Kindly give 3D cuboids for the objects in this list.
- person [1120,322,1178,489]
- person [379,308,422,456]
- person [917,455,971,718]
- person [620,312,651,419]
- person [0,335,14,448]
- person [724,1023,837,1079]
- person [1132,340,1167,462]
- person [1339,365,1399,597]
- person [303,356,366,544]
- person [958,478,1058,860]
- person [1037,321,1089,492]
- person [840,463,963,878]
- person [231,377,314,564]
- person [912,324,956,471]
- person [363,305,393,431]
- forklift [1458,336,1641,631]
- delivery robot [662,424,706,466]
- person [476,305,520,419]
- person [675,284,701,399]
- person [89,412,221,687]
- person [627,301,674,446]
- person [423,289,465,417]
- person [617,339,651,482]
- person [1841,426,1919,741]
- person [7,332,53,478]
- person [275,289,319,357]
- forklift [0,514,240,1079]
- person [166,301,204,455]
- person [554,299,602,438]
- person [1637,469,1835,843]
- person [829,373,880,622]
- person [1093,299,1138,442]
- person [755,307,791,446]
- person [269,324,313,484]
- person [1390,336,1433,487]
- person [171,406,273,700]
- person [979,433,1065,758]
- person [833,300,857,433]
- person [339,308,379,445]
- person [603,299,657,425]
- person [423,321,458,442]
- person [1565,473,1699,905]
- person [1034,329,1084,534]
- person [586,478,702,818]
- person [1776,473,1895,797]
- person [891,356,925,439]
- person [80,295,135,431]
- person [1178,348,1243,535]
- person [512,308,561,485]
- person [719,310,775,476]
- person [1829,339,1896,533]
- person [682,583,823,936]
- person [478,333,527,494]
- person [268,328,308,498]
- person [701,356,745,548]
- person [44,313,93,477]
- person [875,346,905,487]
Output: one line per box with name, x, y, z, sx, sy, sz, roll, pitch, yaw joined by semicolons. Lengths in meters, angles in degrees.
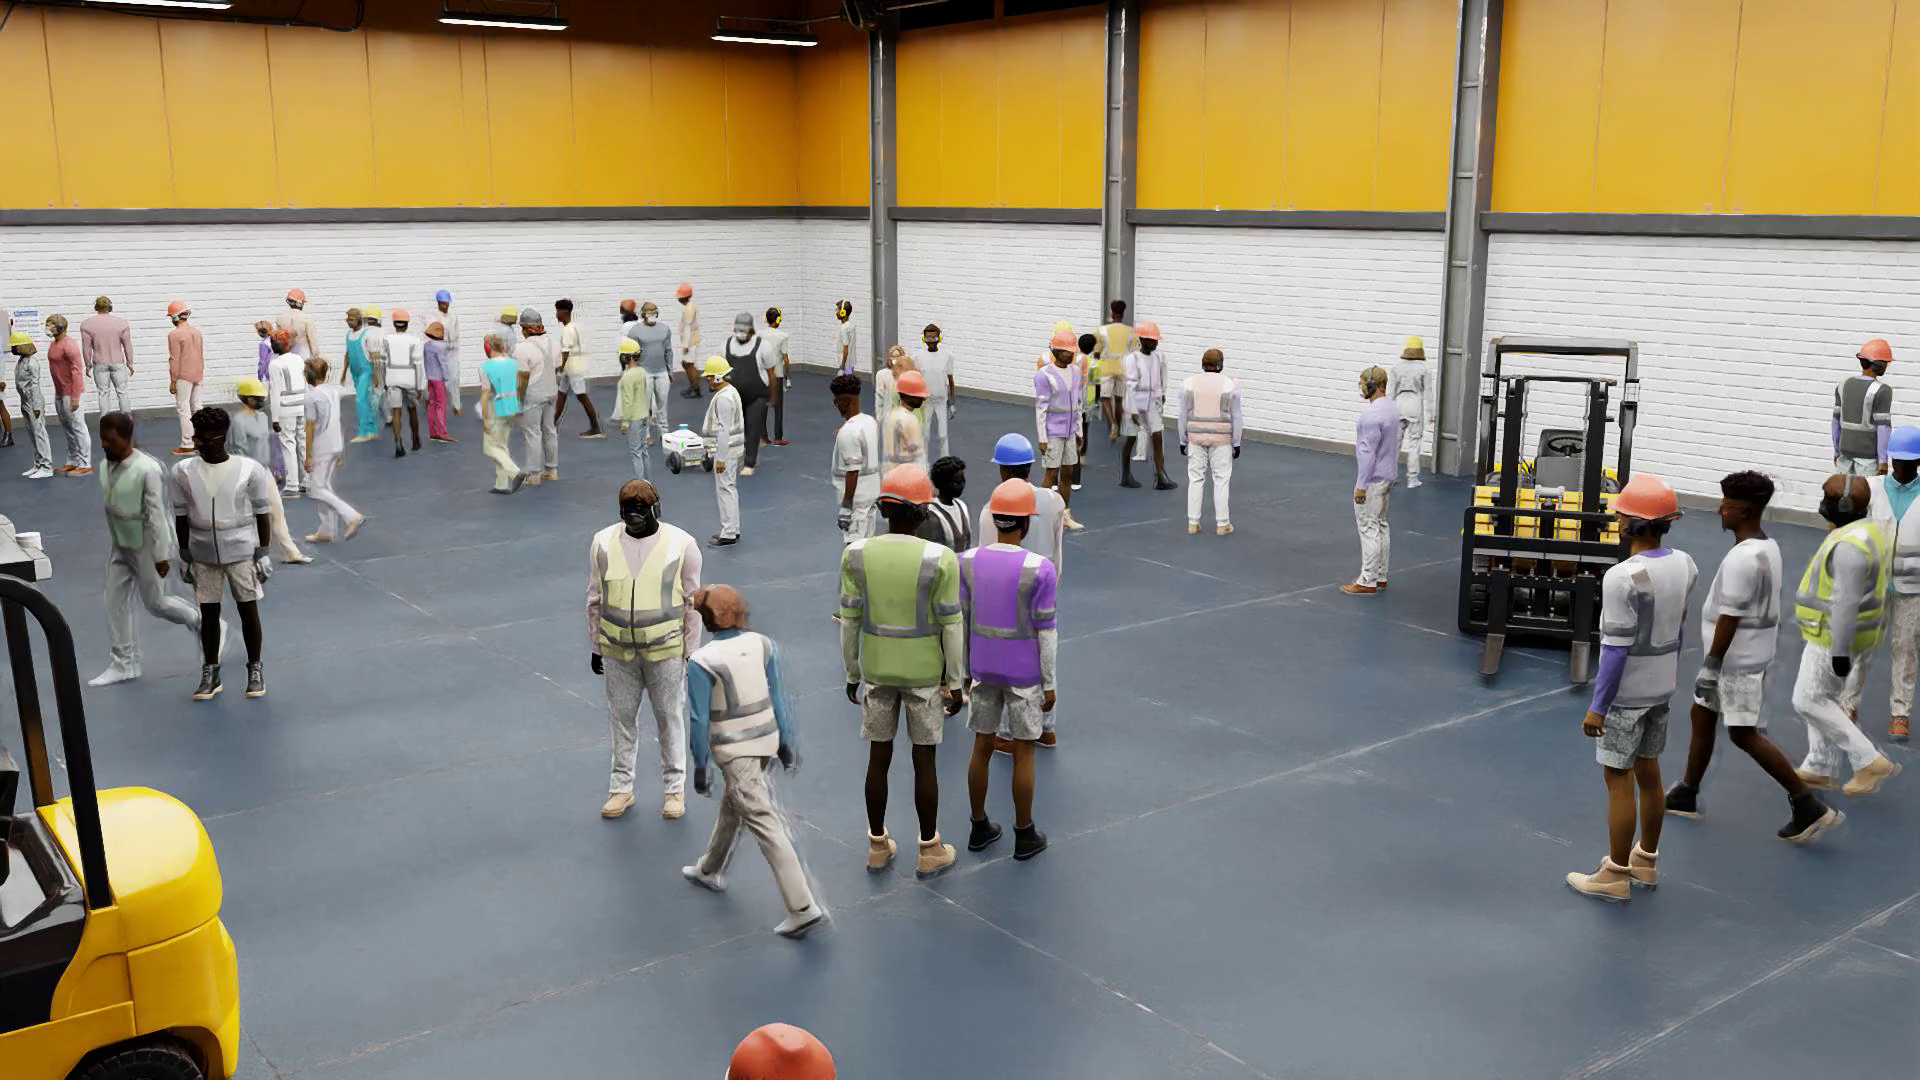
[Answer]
person;2.122;-1.490;18.750;0.560;1.901;0.854;-8;14;-35
person;-7.206;-2.045;21.482;0.543;1.899;0.955;-2;12;-12
person;-0.101;0.291;10.693;0.319;1.692;0.540;6;13;28
person;-4.646;-2.483;24.133;0.378;1.673;0.588;8;14;35
person;-12.896;-2.168;22.008;0.560;1.925;0.420;4;12;18
person;-0.343;1.779;3.340;0.563;1.752;0.341;-11;16;-43
person;2.367;-1.798;20.899;0.523;1.636;0.310;-5;13;-21
person;3.453;-0.493;13.902;0.381;1.929;0.636;7;13;29
person;-6.010;-0.840;15.819;0.584;1.823;0.526;2;12;8
person;0.248;0.648;8.379;0.544;1.930;0.387;6;13;27
person;1.152;-1.503;18.770;0.587;1.928;0.381;-1;12;-3
person;-0.271;0.637;8.154;0.615;2.040;0.391;4;12;17
person;-6.380;-0.610;14.971;0.918;1.720;0.546;2;12;11
person;-0.306;-1.582;19.327;0.512;1.861;0.325;0;12;-1
person;-8.255;-2.419;23.541;0.609;1.789;0.919;4;12;18
forklift;4.683;-0.471;13.136;1.214;2.155;2.313;4;12;20
delivery robot;-3.360;-1.164;20.238;0.477;0.478;0.707;-7;13;-29
person;-6.818;-2.635;24.774;0.775;1.703;0.508;1;12;6
person;-4.477;-3.253;27.311;0.405;1.890;0.635;-3;12;-14
person;-5.622;0.029;11.487;0.602;1.886;0.839;7;14;31
person;-4.129;-2.224;22.259;0.637;1.930;0.372;-8;14;-35
person;-7.877;-2.846;25.272;0.815;1.929;0.617;11;16;43
person;-3.602;-1.328;18.318;0.315;1.769;0.525;2;12;8
person;5.722;0.259;10.212;0.617;1.943;0.402;8;14;32
person;-11.035;-1.600;19.713;0.483;1.737;0.320;11;16;43
person;-9.559;-2.631;24.075;0.613;1.985;0.402;2;12;9
forklift;-3.687;1.115;5.480;2.313;2.155;1.214;-9;15;-36
person;-10.011;-2.095;21.514;0.411;1.980;0.626;2;12;10
person;-5.421;-2.338;22.808;0.990;1.909;0.627;-3;12;-12
person;4.110;0.598;8.621;0.919;1.942;0.609;7;14;31
person;-0.828;-0.328;13.018;0.390;1.958;0.602;3;12;13
person;2.103;-2.278;22.467;0.613;1.946;0.785;-1;12;-5
person;-2.498;-2.177;22.212;0.524;1.857;0.341;4;12;18
person;-7.697;-1.543;19.144;0.690;1.910;0.504;8;14;33
person;5.182;-1.475;19.112;0.500;1.729;0.363;9;15;37
person;-4.871;0.084;11.015;0.608;1.963;0.370;-2;12;-9
person;0.352;0.333;9.886;0.609;1.942;0.408;-8;14;-35
person;-1.622;-2.431;23.391;0.328;1.872;0.513;1;12;7
person;-8.150;-2.206;22.400;0.533;1.821;0.675;7;14;31
person;-4.760;-2.568;24.152;0.767;1.871;0.580;4;12;17
person;-7.100;-2.154;22.629;0.498;1.633;0.284;11;16;42
person;3.164;0.700;7.841;0.608;2.048;0.365;-9;15;-36
person;1.005;-1.061;16.392;0.611;2.032;0.411;-11;16;-42
person;-1.691;0.583;8.905;0.621;1.845;0.429;1;12;3
person;4.878;0.534;9.182;0.508;1.824;0.632;8;14;34
person;-0.554;-1.164;17.906;0.362;1.612;0.509;9;15;36
person;-11.932;-2.452;23.322;0.634;1.937;0.355;-6;13;-27
person;2.472;-0.970;16.412;0.633;1.839;0.429;4;12;20
person;-4.969;-1.671;19.305;0.538;2.000;0.683;5;13;24
person;-2.525;-1.838;20.113;0.707;2.000;0.941;4;12;17
person;8.205;-0.801;15.101;0.390;2.041;0.610;-3;12;-15
person;-0.982;0.982;7.672;1.006;1.559;0.530;8;14;35
person;-5.068;-1.380;18.466;0.566;1.815;0.575;5;13;25
person;-7.405;-1.396;18.374;0.360;1.880;0.575;3;12;16
person;-2.251;-0.842;15.846;0.403;1.818;0.606;-1;12;-3
person;-10.620;-1.721;19.796;0.629;1.940;0.377;11;16;43
person;-0.718;-1.406;19.016;0.502;1.633;0.279;-1;12;-6
